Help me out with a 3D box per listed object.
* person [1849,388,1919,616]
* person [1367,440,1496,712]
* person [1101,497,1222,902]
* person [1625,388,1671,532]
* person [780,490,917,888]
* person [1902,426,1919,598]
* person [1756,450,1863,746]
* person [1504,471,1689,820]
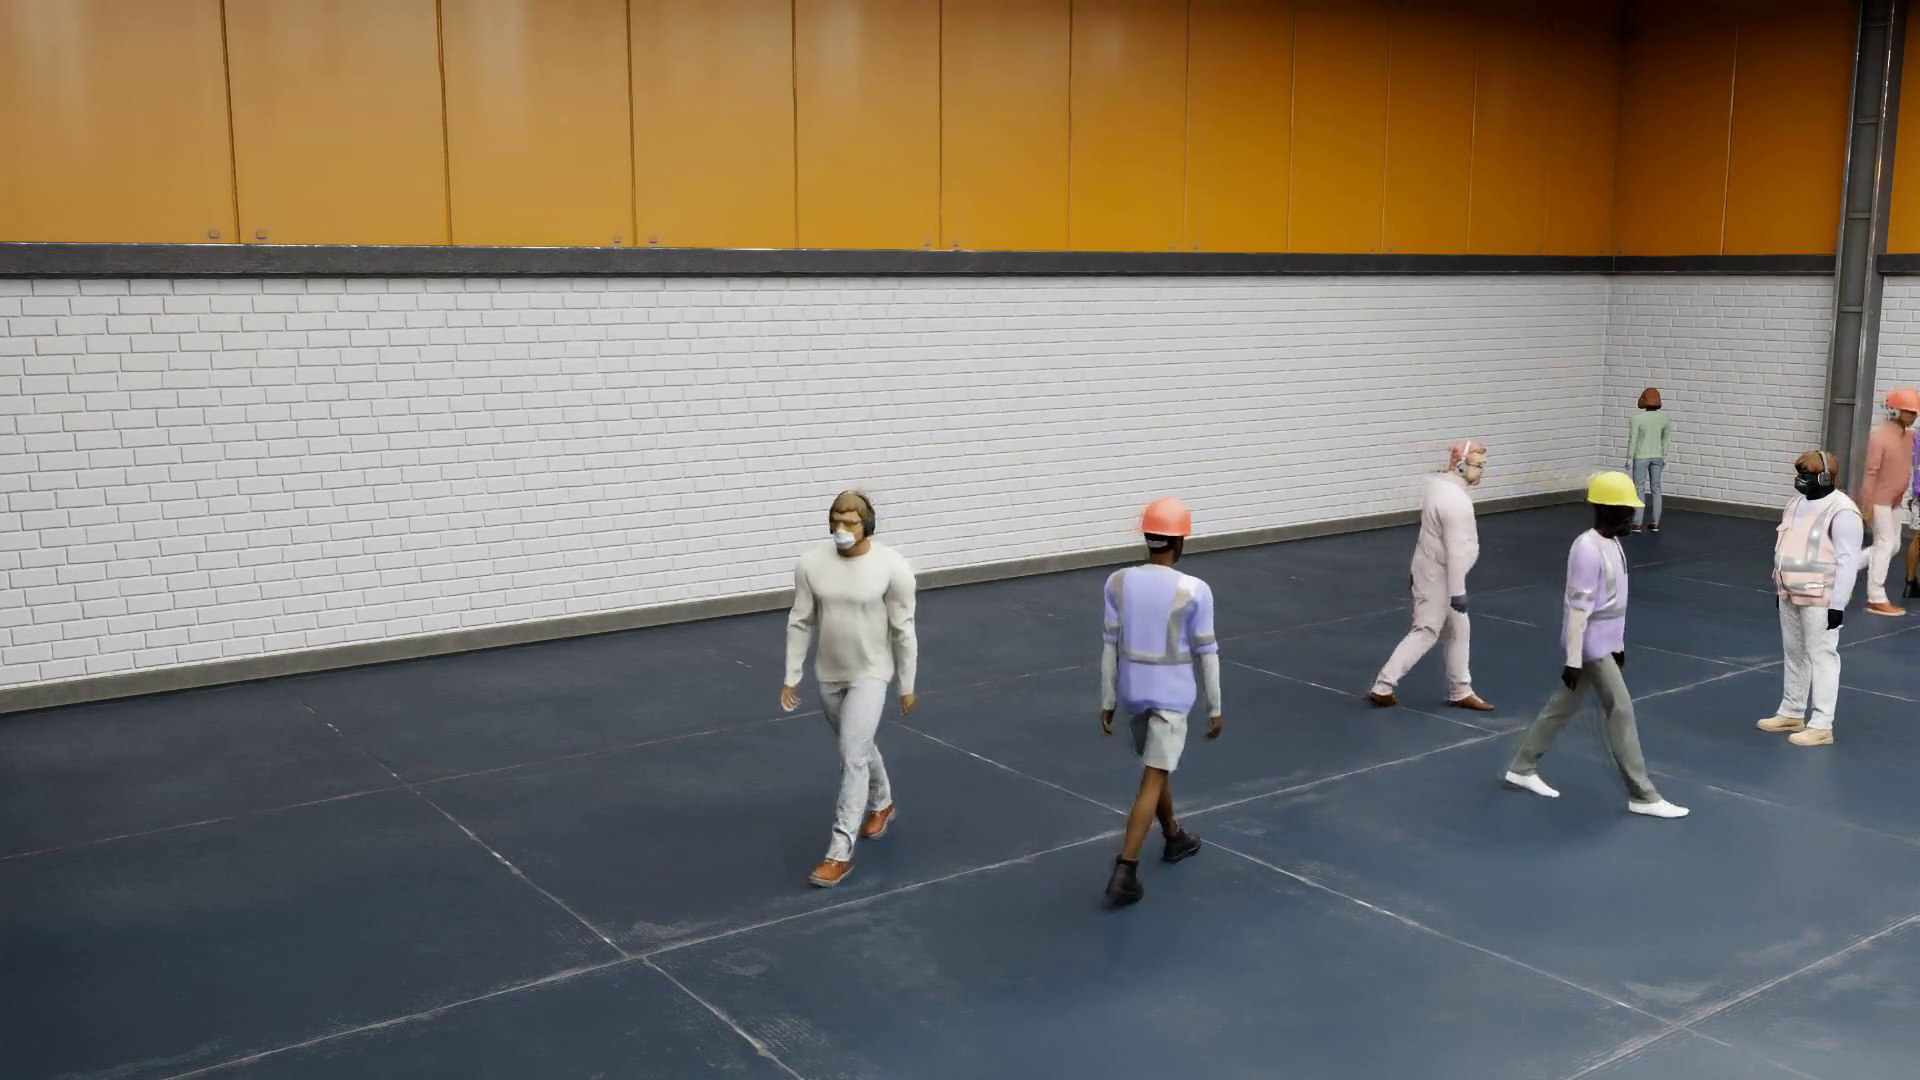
[{"bbox_3d":[7.907,-0.344,14.337,0.649,1.966,0.671,-7,12,-38],"label":"person"},{"bbox_3d":[3.152,0.243,11.097,0.828,1.853,0.659,3,10,16],"label":"person"},{"bbox_3d":[0.944,0.738,7.927,0.563,1.889,1.008,6,11,34],"label":"person"},{"bbox_3d":[7.776,-0.906,18.827,0.502,1.633,0.280,-2,9,-10],"label":"person"},{"bbox_3d":[-0.523,0.677,8.315,0.640,1.894,1.034,4,10,25],"label":"person"},{"bbox_3d":[8.733,-0.404,14.841,0.413,1.926,0.555,-2,9,-14],"label":"person"},{"bbox_3d":[5.309,0.356,10.401,0.429,1.841,0.633,-1,9,-6],"label":"person"},{"bbox_3d":[3.483,0.552,9.101,0.974,1.880,0.601,5,10,28],"label":"person"}]
